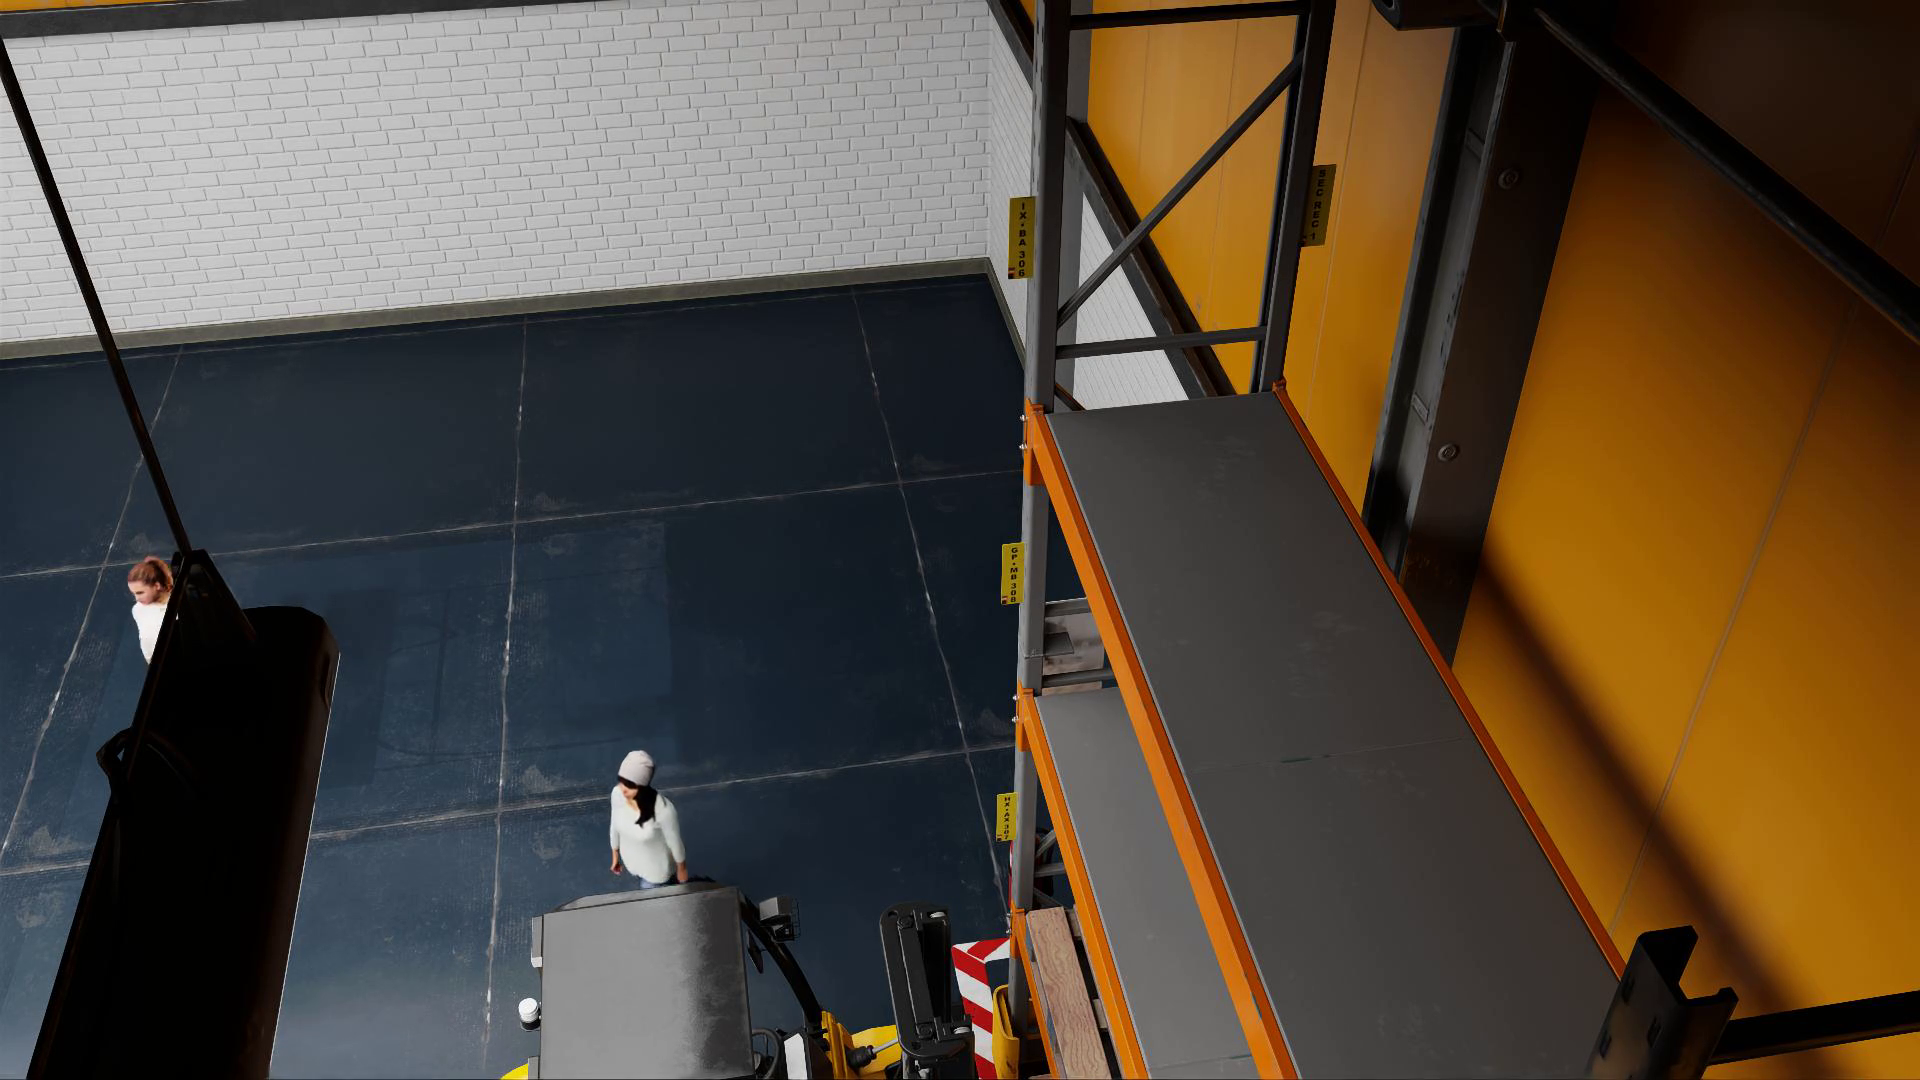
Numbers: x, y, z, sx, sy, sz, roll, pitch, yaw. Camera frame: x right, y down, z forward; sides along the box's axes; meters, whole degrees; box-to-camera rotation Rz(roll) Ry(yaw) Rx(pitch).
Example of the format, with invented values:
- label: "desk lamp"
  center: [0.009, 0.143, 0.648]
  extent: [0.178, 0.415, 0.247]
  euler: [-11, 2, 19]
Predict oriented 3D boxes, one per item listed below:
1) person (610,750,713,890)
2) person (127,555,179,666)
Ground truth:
- label: "person"
  center: [-1.674, 1.727, 9.182]
  extent: [1.041, 1.615, 1.130]
  euler: [22, 44, 25]
- label: "person"
  center: [-4.746, 0.754, 10.323]
  extent: [0.734, 1.712, 0.823]
  euler: [4, 39, 5]
